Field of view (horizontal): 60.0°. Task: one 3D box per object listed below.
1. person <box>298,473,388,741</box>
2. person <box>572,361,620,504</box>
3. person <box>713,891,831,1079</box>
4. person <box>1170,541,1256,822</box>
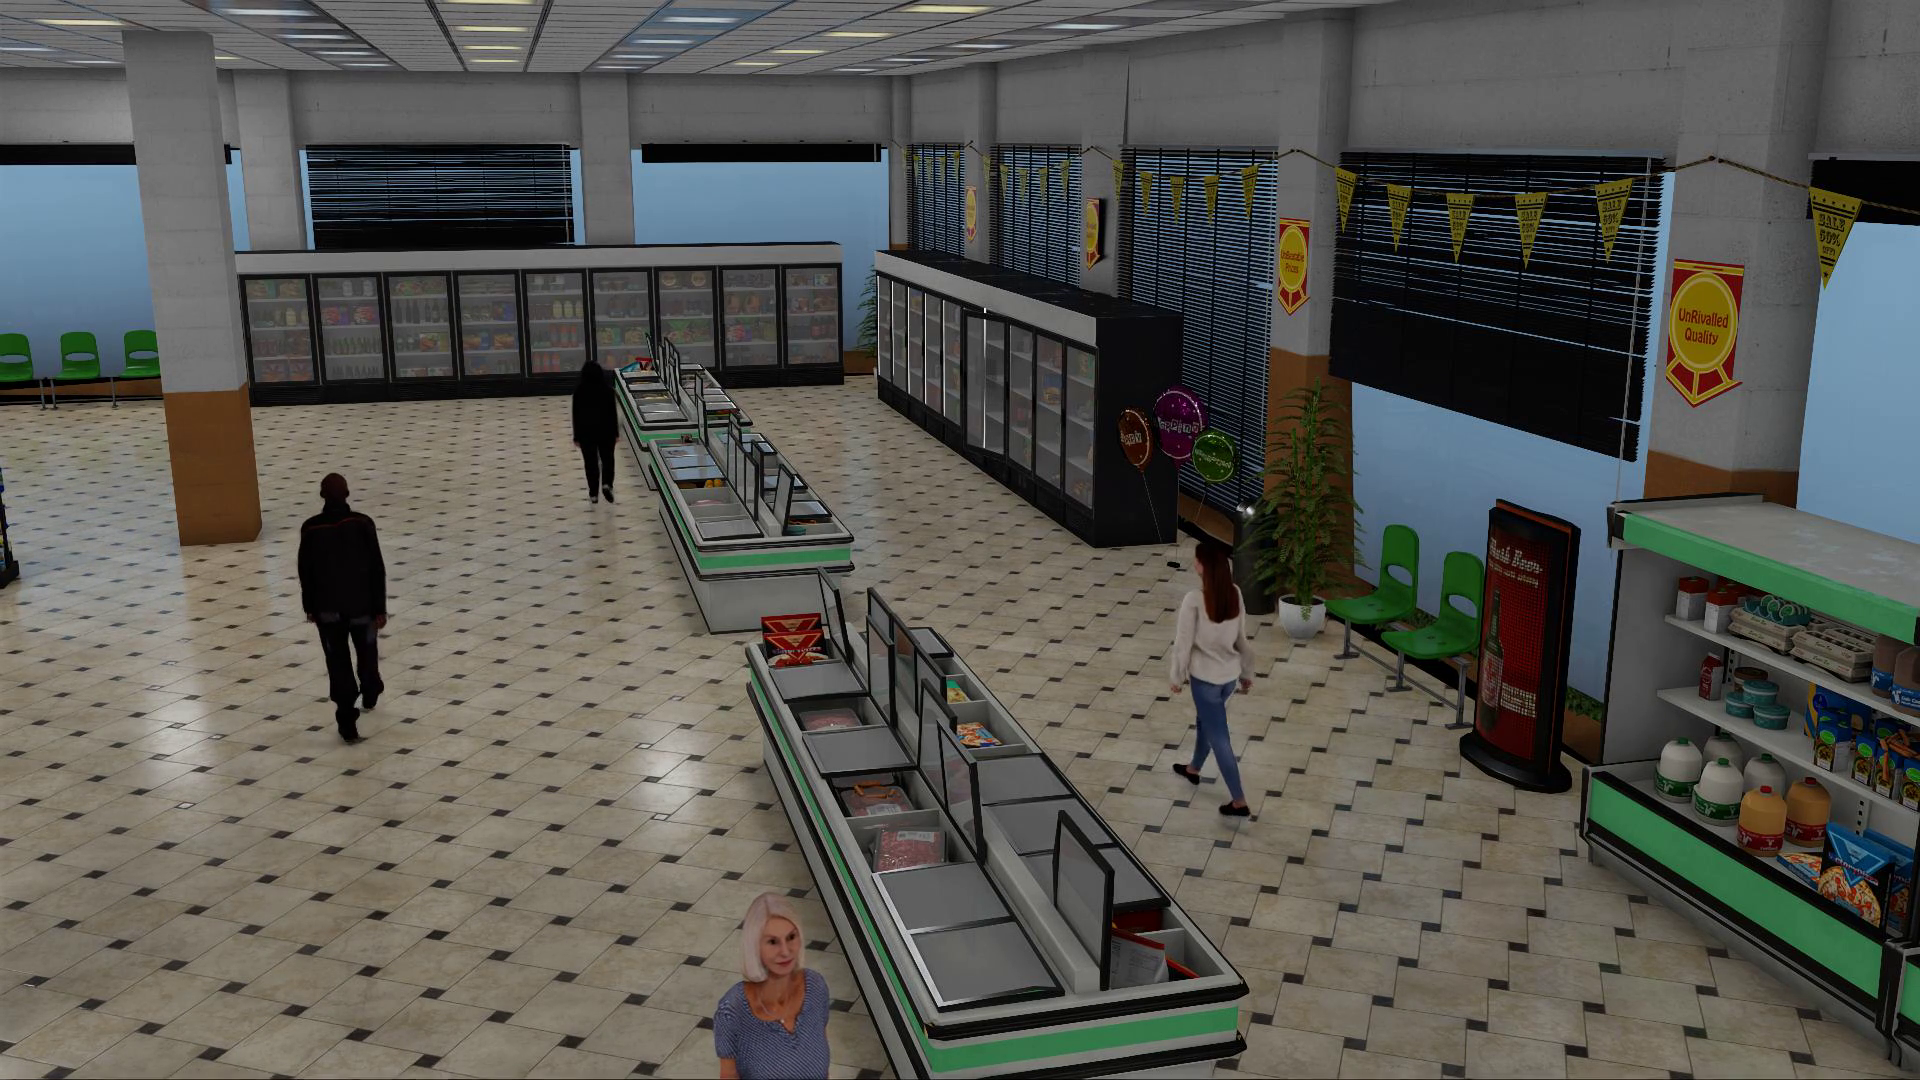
[{"bbox_3d":[-4.158,0.473,11.235,0.755,1.793,1.139,-4,14,-18],"label":"person"},{"bbox_3d":[-4.011,-1.150,18.336,0.686,1.601,0.917,-3,14,-11],"label":"person"},{"bbox_3d":[-0.590,1.940,5.339,0.645,1.722,0.629,-10,17,-36],"label":"person"},{"bbox_3d":[1.553,0.874,9.896,0.822,1.645,1.187,-7,15,-28],"label":"person"}]
